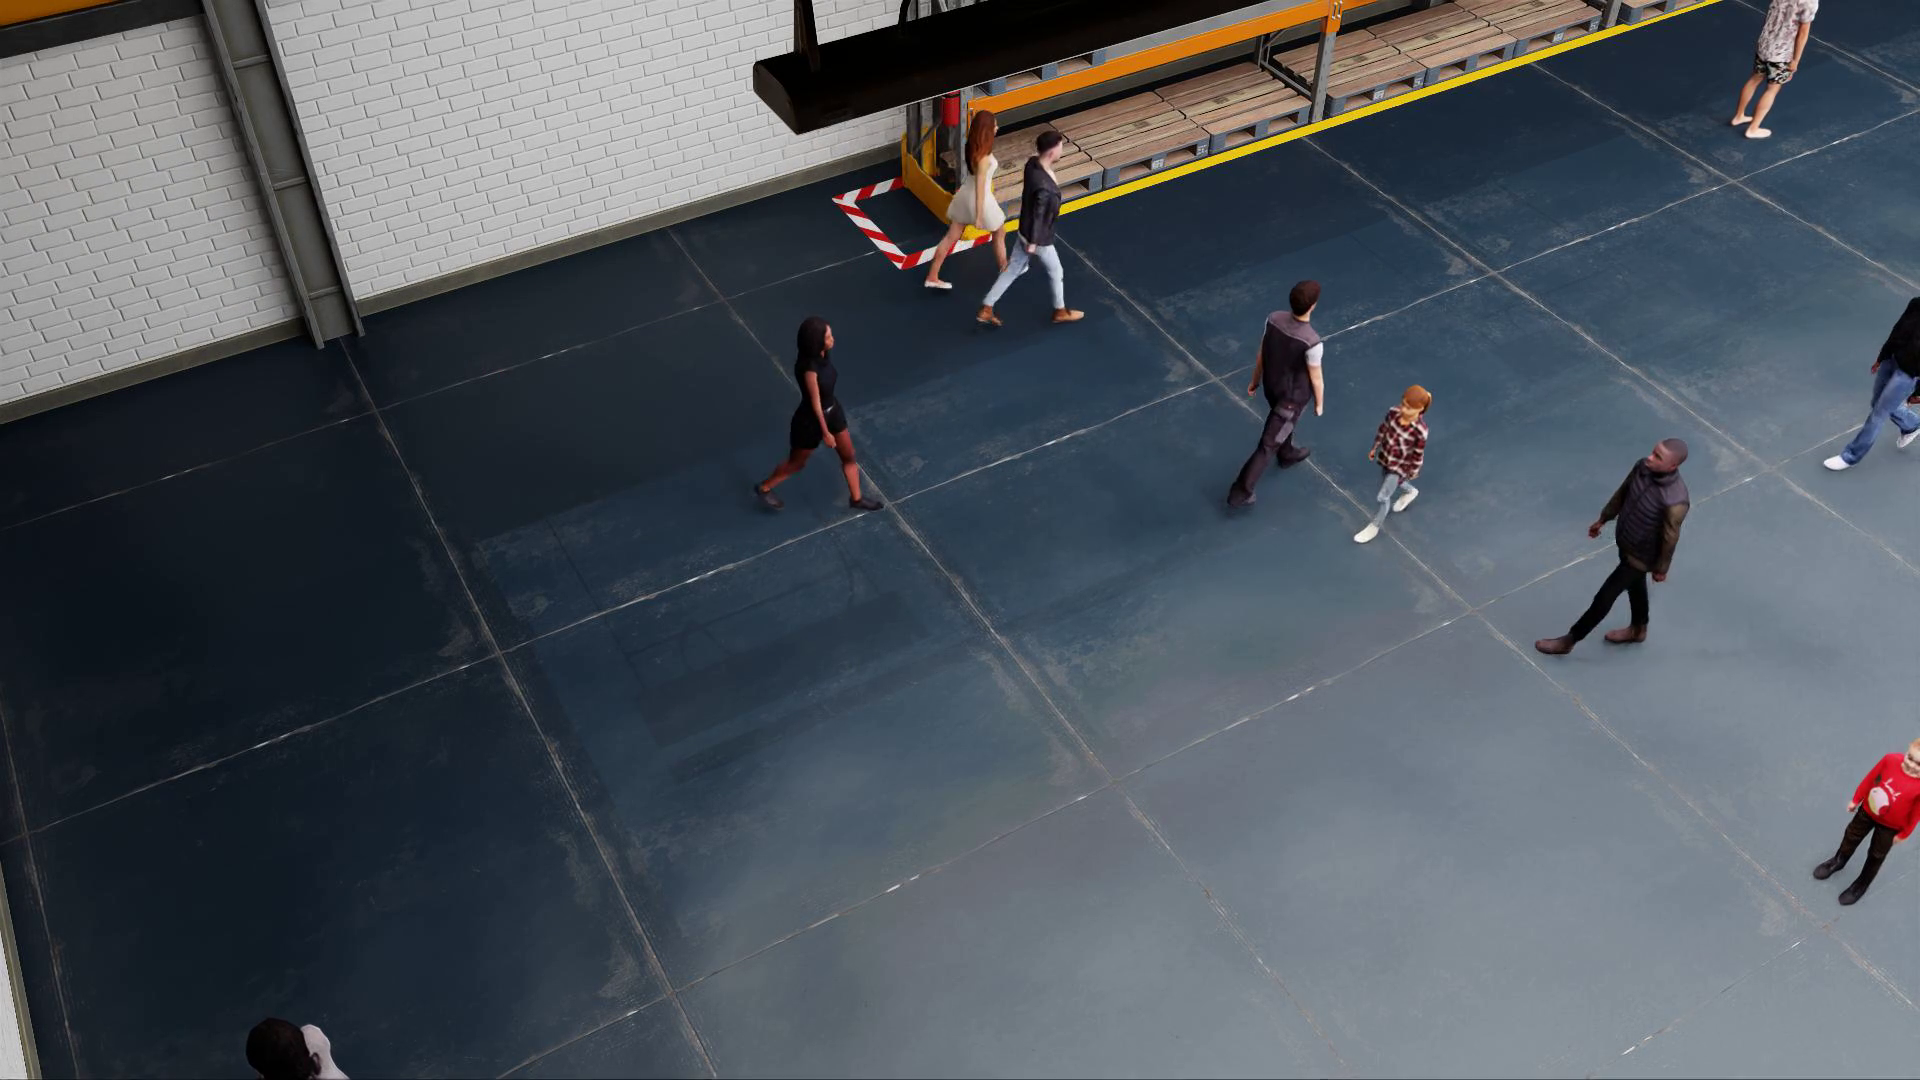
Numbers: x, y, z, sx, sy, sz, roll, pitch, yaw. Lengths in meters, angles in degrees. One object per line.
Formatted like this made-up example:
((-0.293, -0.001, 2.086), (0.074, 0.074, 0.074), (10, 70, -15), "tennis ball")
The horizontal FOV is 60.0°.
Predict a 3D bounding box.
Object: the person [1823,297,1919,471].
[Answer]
((6.928, -1.232, 12.111), (1.076, 1.733, 0.802), (-9, 44, -9), "person")

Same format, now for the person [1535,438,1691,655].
((4.452, 0.056, 10.711), (1.174, 1.799, 0.995), (-1, 44, -1), "person")

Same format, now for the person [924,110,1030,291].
((0.042, -2.768, 13.778), (1.206, 1.658, 0.671), (-14, 45, -14), "person")

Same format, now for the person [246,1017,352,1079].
((-3.074, 2.768, 8.002), (0.787, 1.611, 0.746), (-2, 44, -2), "person")

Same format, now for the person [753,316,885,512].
((-1.096, -0.823, 11.706), (1.191, 1.700, 1.119), (10, 45, 10), "person")

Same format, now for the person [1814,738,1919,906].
((5.289, 1.552, 9.517), (0.508, 1.281, 0.493), (-21, 48, -21), "person")

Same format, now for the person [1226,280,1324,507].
((2.239, -0.998, 11.814), (1.207, 1.804, 0.775), (-27, 50, -26), "person")

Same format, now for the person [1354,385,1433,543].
((3.133, -0.597, 11.765), (0.869, 1.292, 0.517), (-21, 48, -21), "person")

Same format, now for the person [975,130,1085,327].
((0.516, -2.429, 13.317), (1.236, 1.803, 0.880), (-11, 45, -12), "person")

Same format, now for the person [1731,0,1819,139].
((7.704, -4.666, 15.660), (0.629, 1.810, 0.707), (-15, 46, -15), "person")
